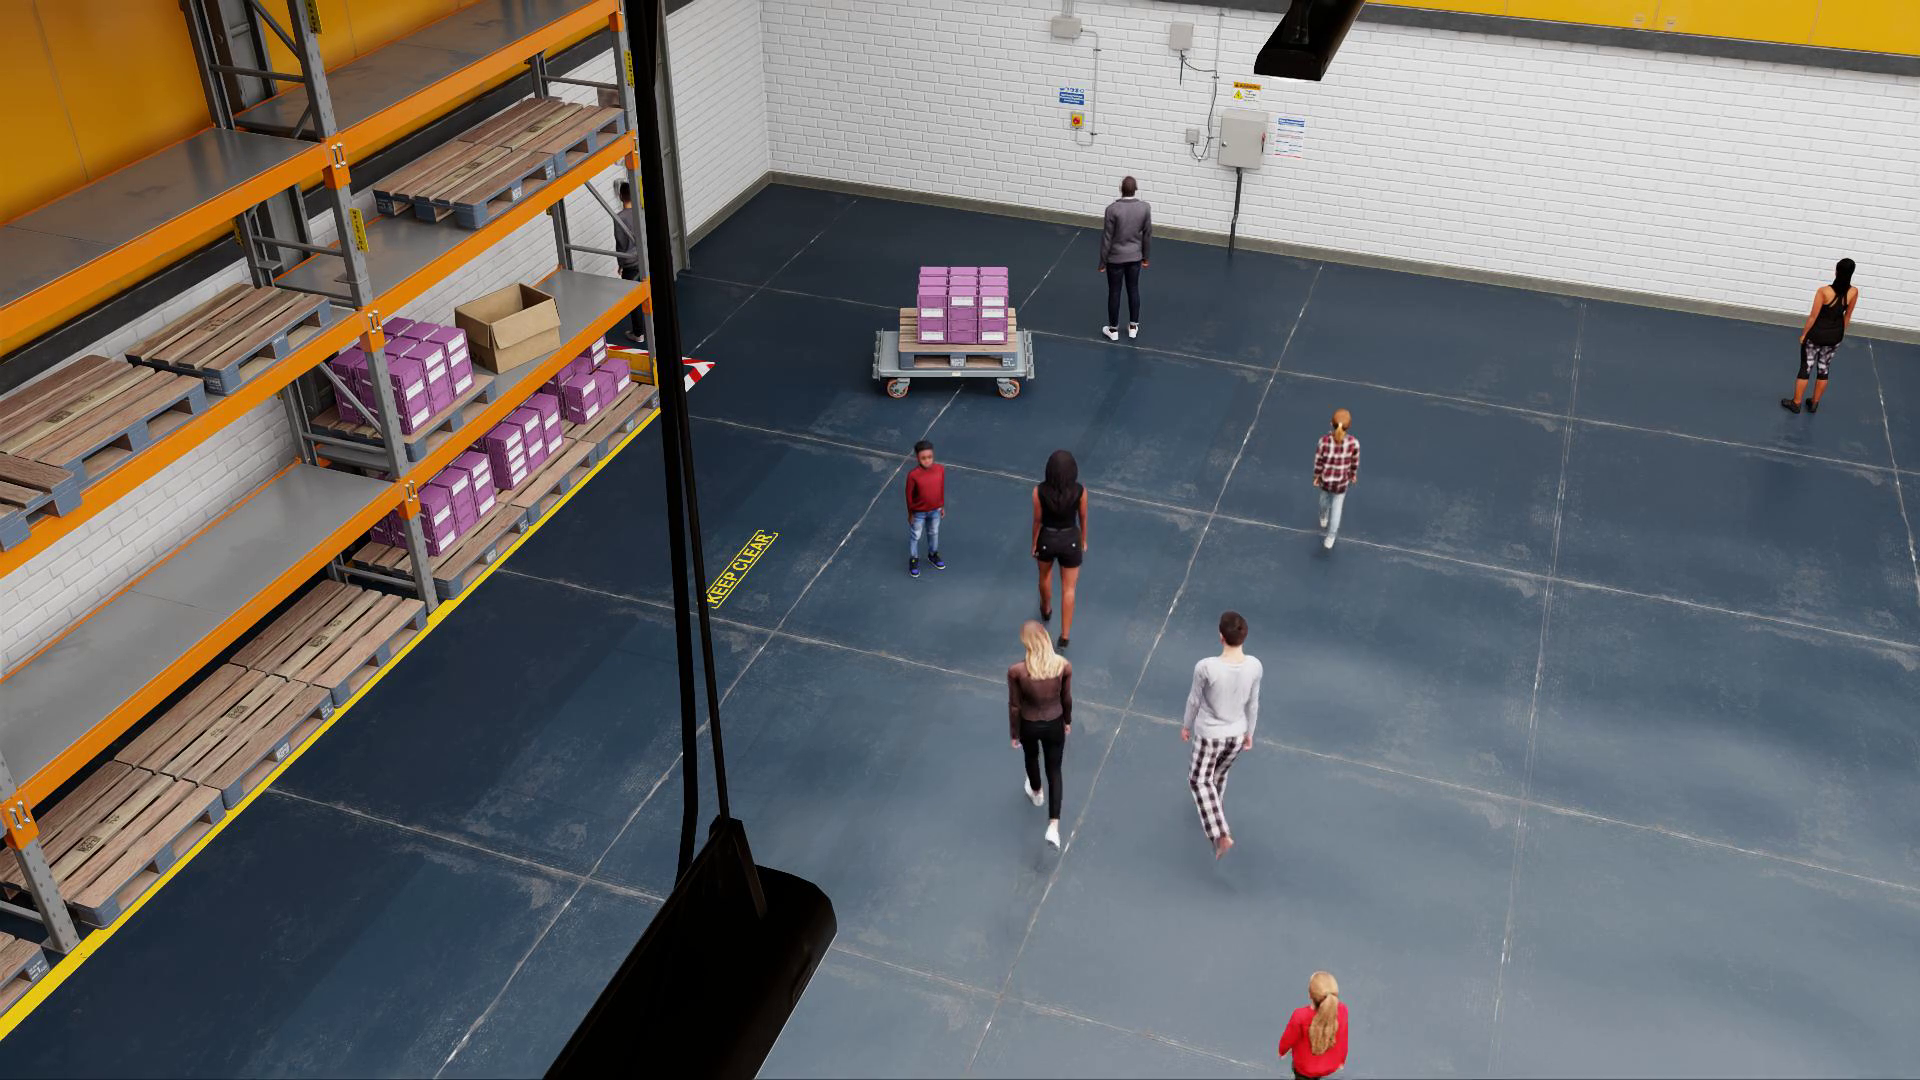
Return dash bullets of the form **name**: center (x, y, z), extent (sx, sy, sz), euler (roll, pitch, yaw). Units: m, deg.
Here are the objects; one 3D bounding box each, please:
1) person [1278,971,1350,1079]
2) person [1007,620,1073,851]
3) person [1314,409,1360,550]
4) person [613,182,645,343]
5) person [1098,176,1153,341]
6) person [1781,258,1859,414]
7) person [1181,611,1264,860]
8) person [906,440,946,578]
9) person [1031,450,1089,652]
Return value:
- **person**: center (1.998, 2.957, 9.281), extent (0.770, 1.255, 0.924), euler (-6, 34, -8)
- **person**: center (0.559, 1.336, 11.342), extent (0.933, 1.674, 1.167), euler (-1, 34, -1)
- **person**: center (3.270, -0.520, 14.487), extent (0.588, 1.282, 0.926), euler (8, 34, 11)
- **person**: center (-3.461, -2.972, 17.744), extent (0.630, 1.761, 0.759), euler (-27, 42, -34)
- **person**: center (1.756, -3.004, 17.742), extent (0.807, 1.816, 0.787), euler (-6, 34, -9)
- **person**: center (8.529, -2.030, 16.417), extent (0.651, 1.662, 0.629), euler (-1, 34, -2)
- **person**: center (1.772, 1.340, 11.201), extent (0.937, 1.824, 1.105), euler (-5, 34, -8)
- **person**: center (-0.295, -0.296, 14.175), extent (0.580, 1.255, 0.639), euler (-14, 36, -20)
- **person**: center (0.789, 0.103, 13.157), extent (0.821, 1.717, 1.108), euler (0, 34, 0)
